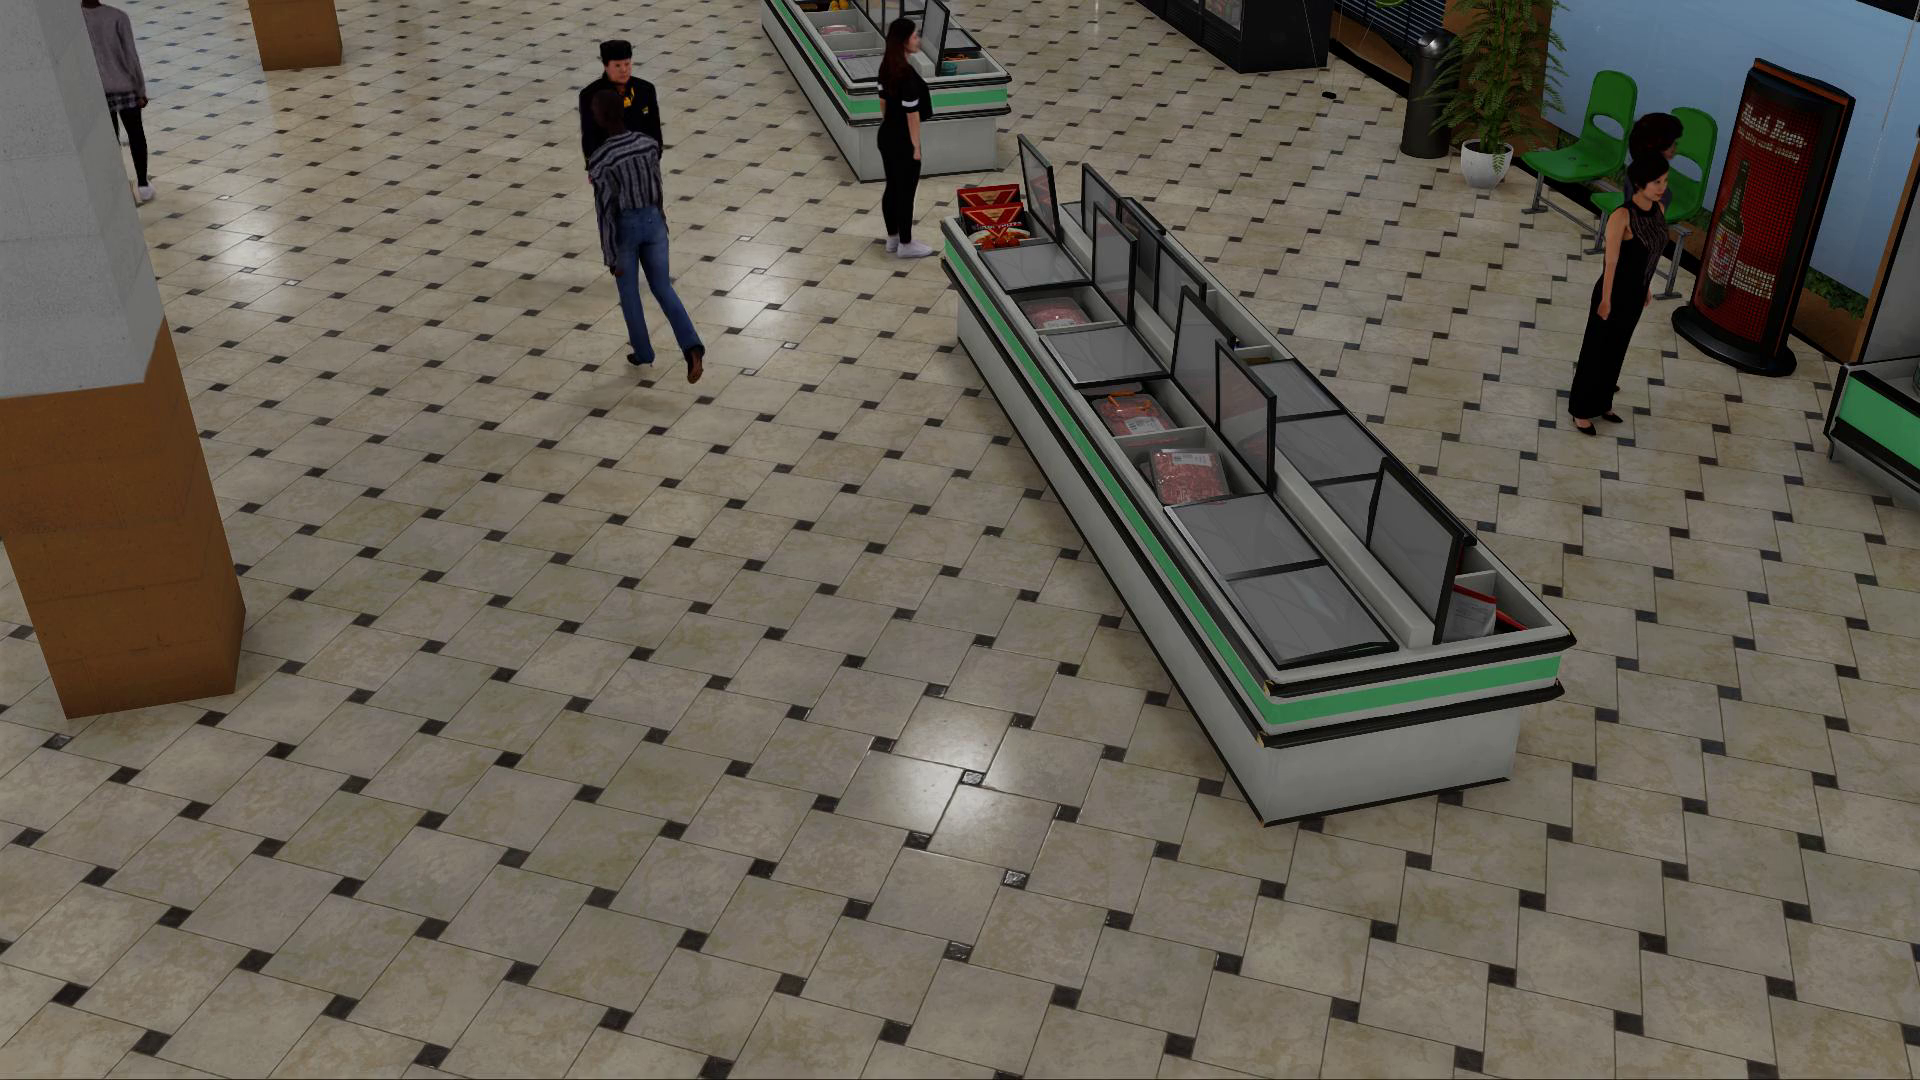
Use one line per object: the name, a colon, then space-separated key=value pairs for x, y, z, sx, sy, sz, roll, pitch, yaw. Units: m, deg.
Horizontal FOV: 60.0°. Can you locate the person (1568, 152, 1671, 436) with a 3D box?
person: x=3.679 y=-1.377 z=9.265 sx=0.640 sy=1.604 sz=0.622 roll=-21 pitch=38 yaw=-30

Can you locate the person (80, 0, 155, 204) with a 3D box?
person: x=-6.218 y=-3.275 z=12.173 sx=0.670 sy=1.754 sz=0.985 roll=-11 pitch=33 yaw=-16

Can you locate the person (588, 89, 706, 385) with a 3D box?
person: x=-1.810 y=-1.696 z=9.629 sx=0.945 sy=1.761 sz=1.146 roll=-24 pitch=39 yaw=-33

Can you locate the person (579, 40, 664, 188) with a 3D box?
person: x=-2.236 y=-2.485 z=10.991 sx=0.735 sy=1.662 sz=0.692 roll=-11 pitch=34 yaw=-17

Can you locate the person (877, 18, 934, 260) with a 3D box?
person: x=-0.407 y=-2.759 z=11.453 sx=0.724 sy=1.639 sz=0.604 roll=-17 pitch=36 yaw=-25

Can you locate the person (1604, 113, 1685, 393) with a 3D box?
person: x=3.815 y=-1.595 z=9.516 sx=0.710 sy=1.709 sz=0.656 roll=18 pitch=36 yaw=26
